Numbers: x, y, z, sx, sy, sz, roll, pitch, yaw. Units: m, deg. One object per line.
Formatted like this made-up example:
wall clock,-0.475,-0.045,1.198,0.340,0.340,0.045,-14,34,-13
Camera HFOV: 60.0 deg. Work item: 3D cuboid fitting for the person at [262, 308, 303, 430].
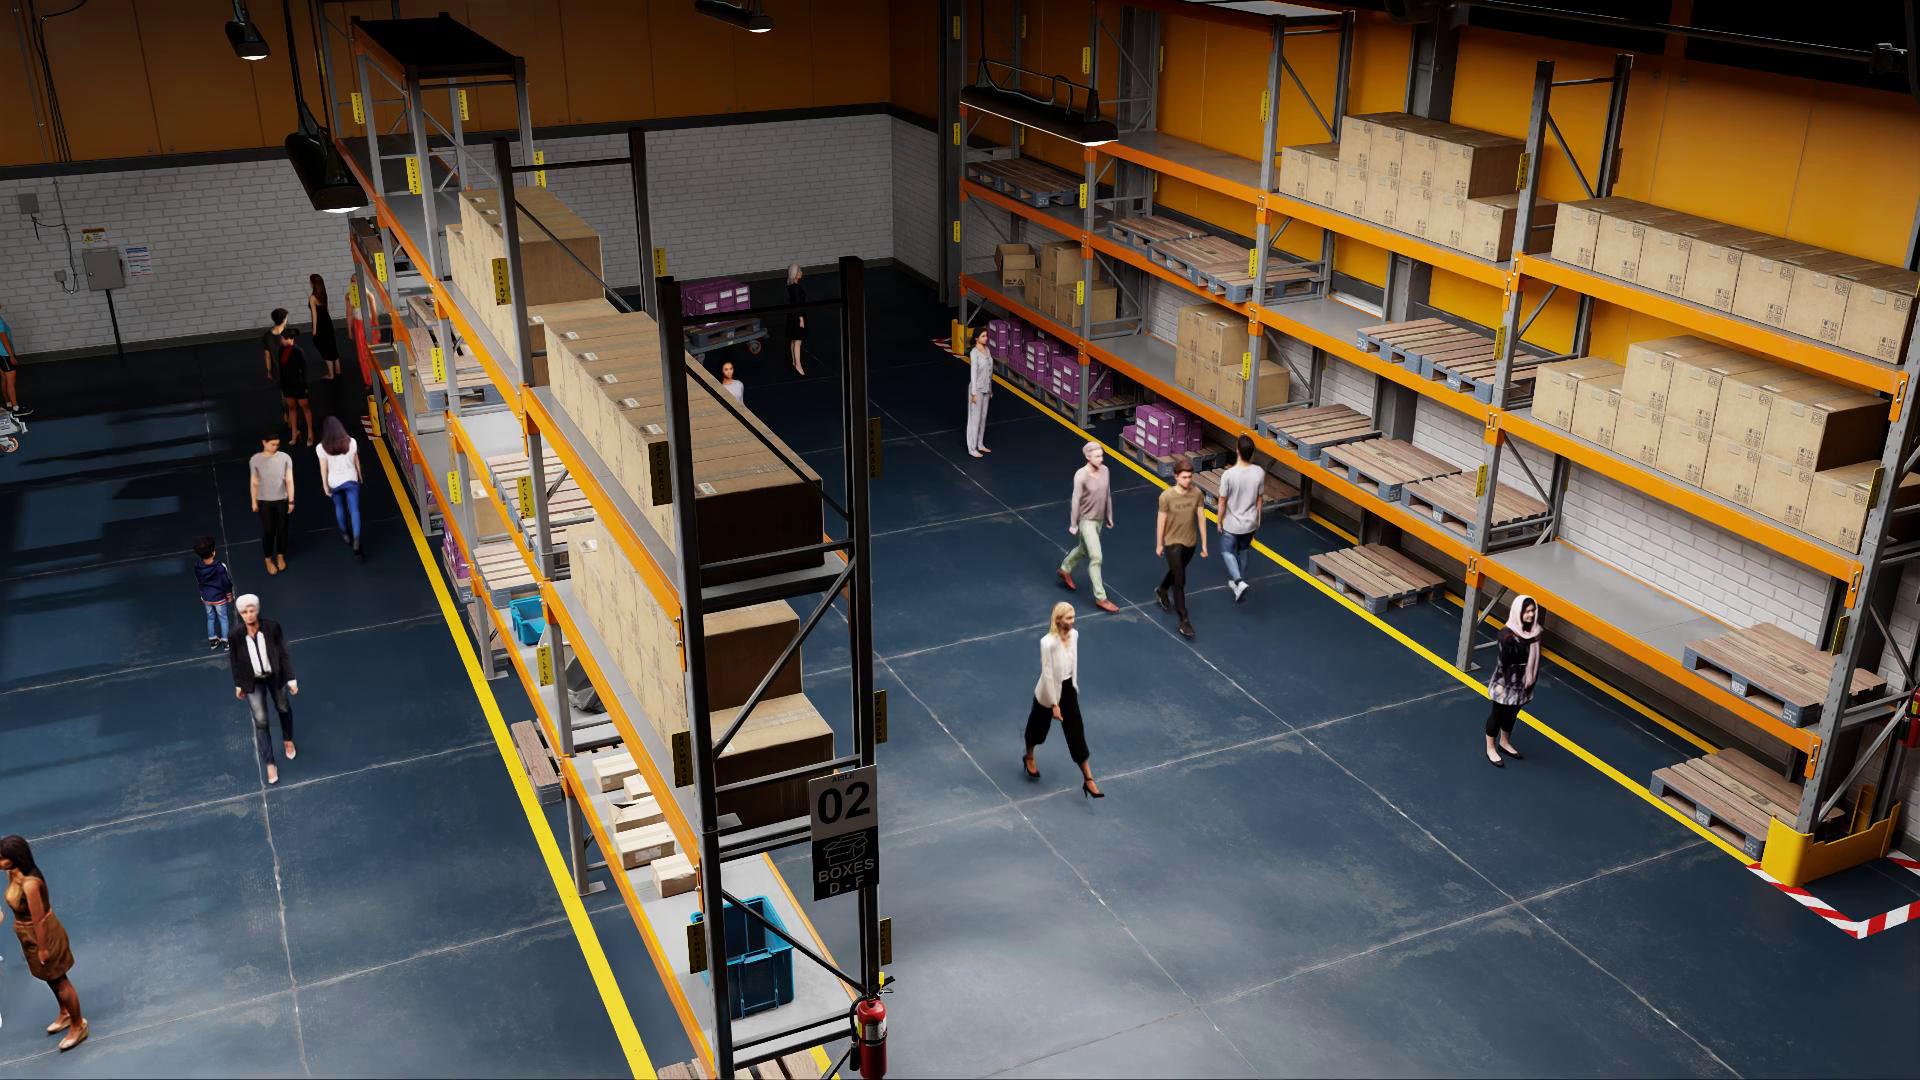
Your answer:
person,-9.450,-2.370,23.196,0.739,1.704,0.773,4,24,9

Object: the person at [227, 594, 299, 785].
person,-6.191,1.231,14.954,0.781,1.748,0.983,-9,25,-19

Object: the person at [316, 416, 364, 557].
person,-7.088,-0.589,19.185,0.677,1.652,1.109,-7,25,-17

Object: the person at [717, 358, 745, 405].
person,-2.927,-1.465,21.086,0.640,1.736,0.582,-16,28,-32

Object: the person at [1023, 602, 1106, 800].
person,0.758,1.381,14.498,0.844,1.798,1.263,-19,30,-36

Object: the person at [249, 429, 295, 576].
person,-7.785,-0.478,18.888,0.650,1.687,0.643,-9,25,-20

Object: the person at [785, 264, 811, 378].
person,-2.492,-3.373,25.436,0.677,1.747,0.531,-8,25,-17

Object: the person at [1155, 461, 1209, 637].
person,2.296,0.016,17.604,0.785,1.810,1.279,-8,25,-17

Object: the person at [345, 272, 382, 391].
person,-8.847,-3.157,24.895,0.888,1.785,0.975,5,24,11

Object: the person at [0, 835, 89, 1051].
person,-6.345,2.753,11.497,0.577,1.686,0.691,19,30,37

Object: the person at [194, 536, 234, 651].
person,-7.688,0.545,17.132,0.586,1.219,0.621,5,24,11

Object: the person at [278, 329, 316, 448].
person,-9.042,-2.074,22.598,0.708,1.640,0.769,5,24,12

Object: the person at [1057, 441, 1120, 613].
person,1.349,-0.208,18.070,0.970,1.847,1.325,-21,31,-40

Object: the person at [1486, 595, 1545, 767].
person,4.995,1.239,15.022,0.649,1.638,0.640,-14,27,-28

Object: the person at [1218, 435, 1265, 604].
person,3.061,-0.192,18.002,0.803,1.873,1.020,-5,24,-11

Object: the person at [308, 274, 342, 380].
person,-9.701,-3.258,25.327,0.737,1.624,0.667,5,24,12

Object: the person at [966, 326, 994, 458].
person,0.251,-2.004,22.272,0.691,1.773,0.668,14,27,29

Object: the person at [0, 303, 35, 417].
person,-13.674,-2.655,23.757,0.596,1.777,0.744,20,31,38
